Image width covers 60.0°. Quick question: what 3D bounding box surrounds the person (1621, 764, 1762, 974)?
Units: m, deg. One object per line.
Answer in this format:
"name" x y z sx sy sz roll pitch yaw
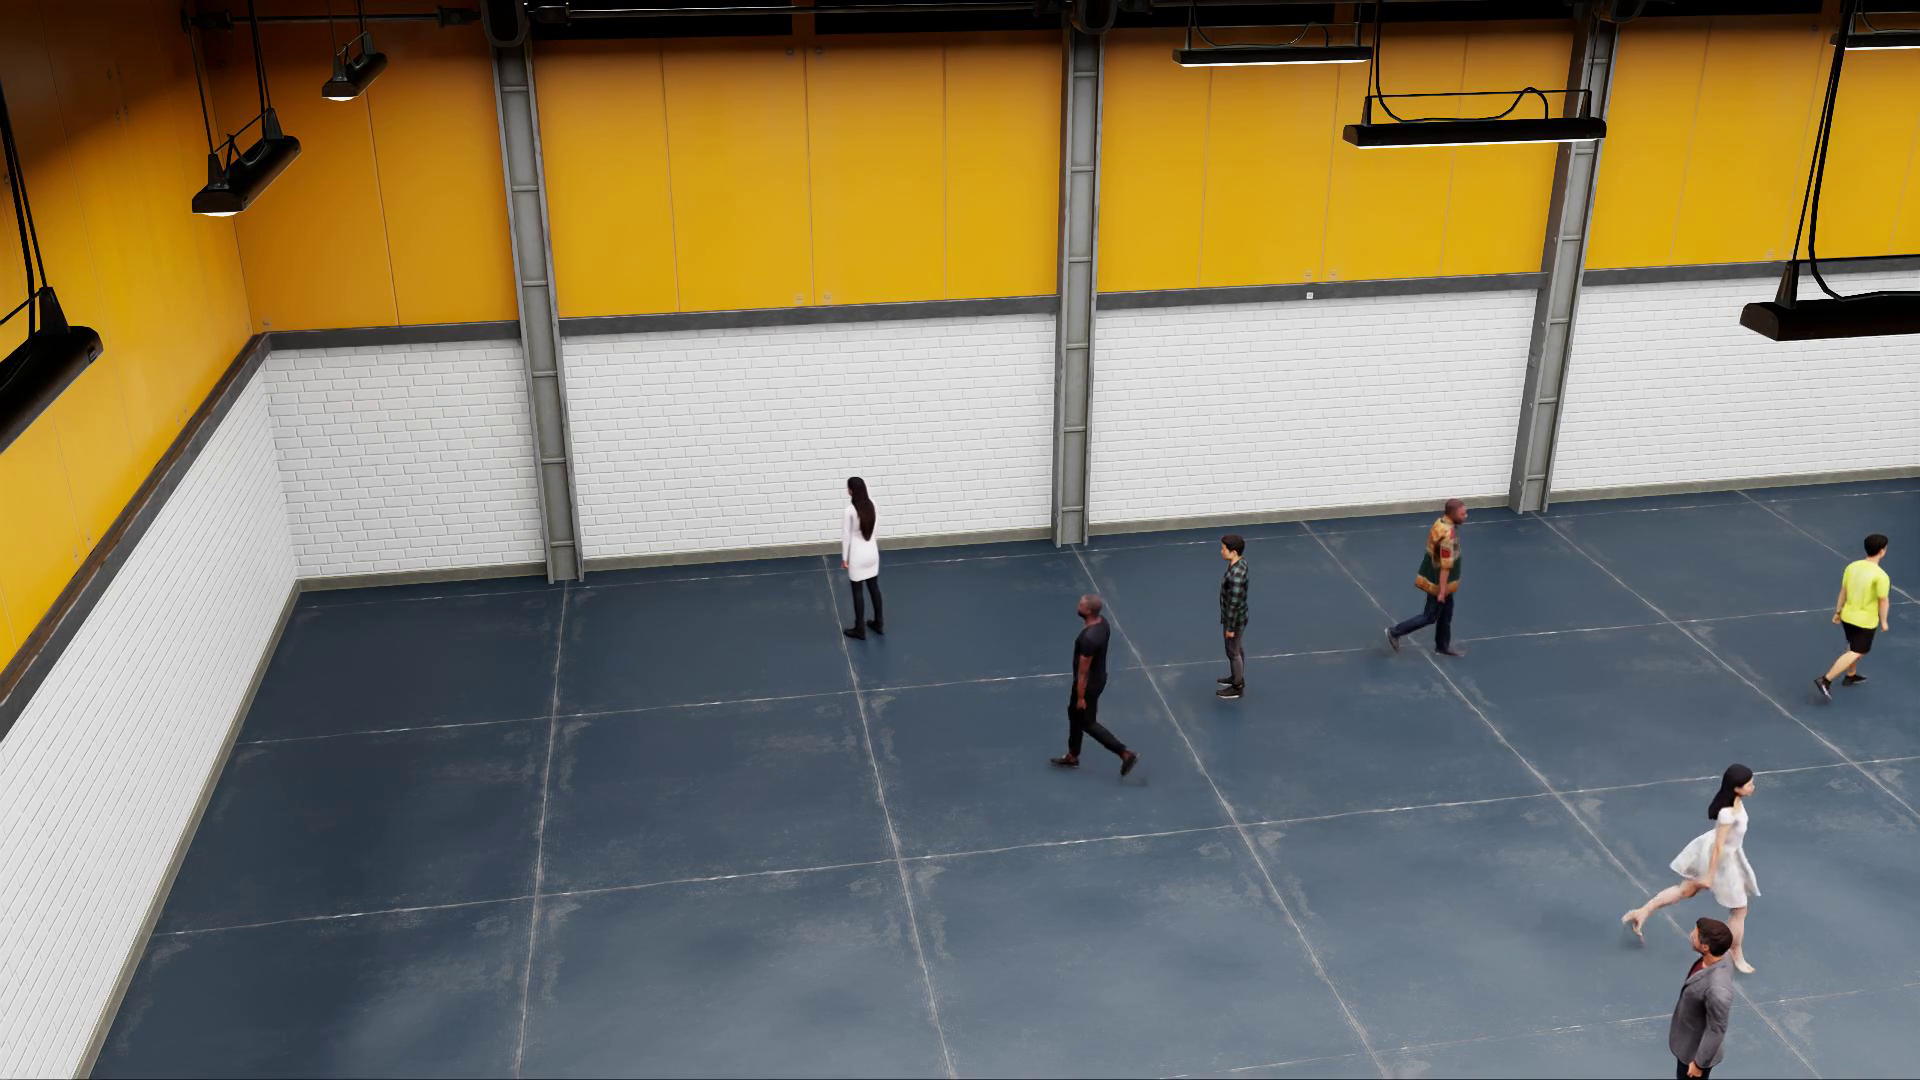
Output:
"person" 5.597 2.454 12.534 1.257 1.728 1.051 10 25 21

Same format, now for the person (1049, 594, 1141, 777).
"person" 1.244 1.338 15.003 1.208 1.796 1.009 8 25 17

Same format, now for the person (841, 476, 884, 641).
"person" -1.034 0.181 17.642 0.660 1.801 0.761 -20 31 -38

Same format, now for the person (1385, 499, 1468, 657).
"person" 4.849 0.410 17.147 1.183 1.779 0.946 4 24 9

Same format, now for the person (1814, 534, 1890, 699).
"person" 8.842 0.778 16.426 1.101 1.682 0.737 -8 25 -18

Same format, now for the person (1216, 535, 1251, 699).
"person" 2.678 0.719 16.187 0.698 1.705 0.744 5 24 11

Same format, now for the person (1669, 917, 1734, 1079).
"person" 4.708 3.212 10.622 0.769 1.871 0.774 8 25 18
